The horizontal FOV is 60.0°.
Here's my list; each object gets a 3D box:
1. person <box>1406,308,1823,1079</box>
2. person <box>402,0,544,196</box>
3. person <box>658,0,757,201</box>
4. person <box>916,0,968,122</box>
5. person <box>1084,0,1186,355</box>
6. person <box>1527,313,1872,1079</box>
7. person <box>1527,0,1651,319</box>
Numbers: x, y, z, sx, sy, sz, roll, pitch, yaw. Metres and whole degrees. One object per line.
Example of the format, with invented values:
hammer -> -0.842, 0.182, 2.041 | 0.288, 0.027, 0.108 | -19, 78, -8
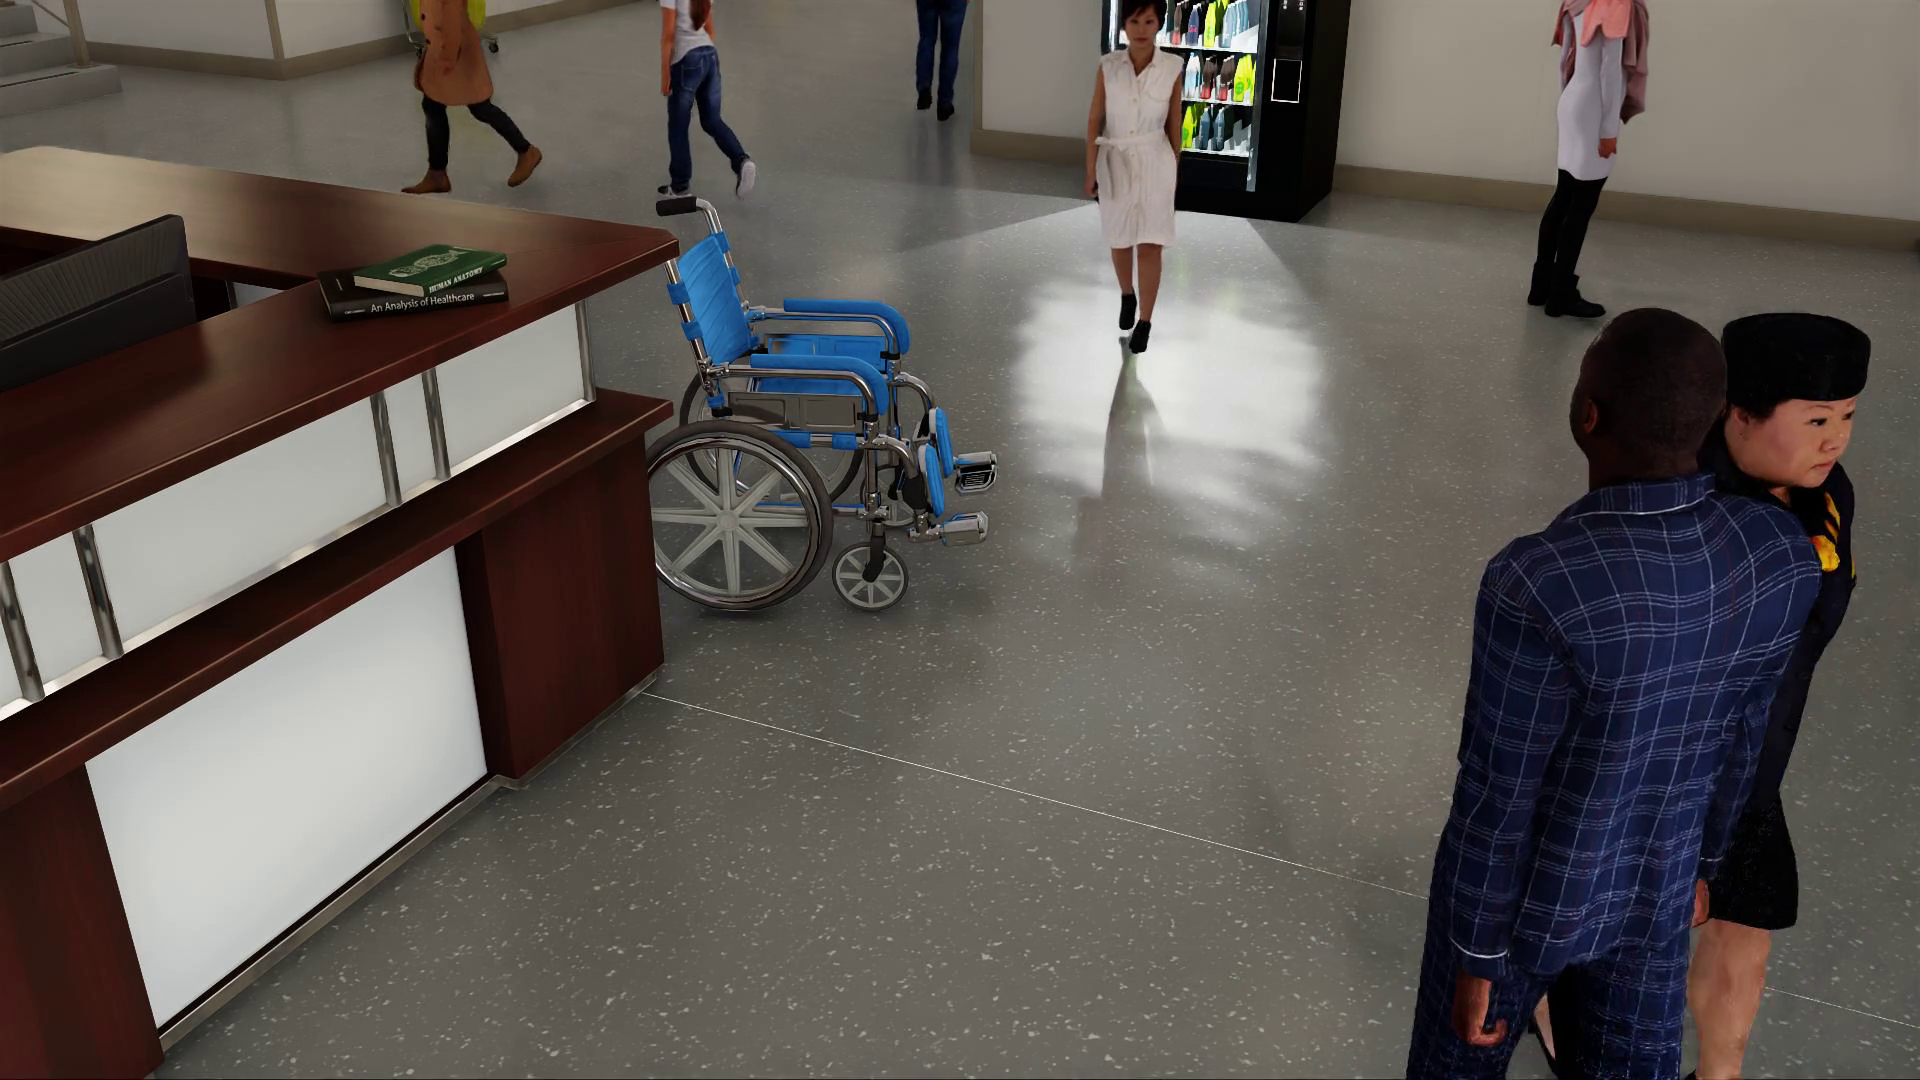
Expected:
person -> 0.940, 0.577, 2.428 | 1.179, 1.786, 1.106 | -3, 26, -6
person -> -2.837, -2.852, 9.586 | 1.025, 1.704, 1.131 | -19, 32, -35
person -> -1.478, -2.675, 9.449 | 1.013, 1.546, 0.719 | 21, 33, 36
person -> -0.140, -3.847, 11.502 | 0.686, 1.874, 0.815 | 3, 26, 7
person -> 0.761, -1.613, 7.278 | 0.958, 1.518, 0.758 | 6, 26, 12
person -> 1.246, 0.360, 3.035 | 0.942, 1.650, 1.005 | -10, 28, -20
person -> 2.873, -1.928, 7.603 | 0.755, 1.804, 0.737 | -2, 26, -4
